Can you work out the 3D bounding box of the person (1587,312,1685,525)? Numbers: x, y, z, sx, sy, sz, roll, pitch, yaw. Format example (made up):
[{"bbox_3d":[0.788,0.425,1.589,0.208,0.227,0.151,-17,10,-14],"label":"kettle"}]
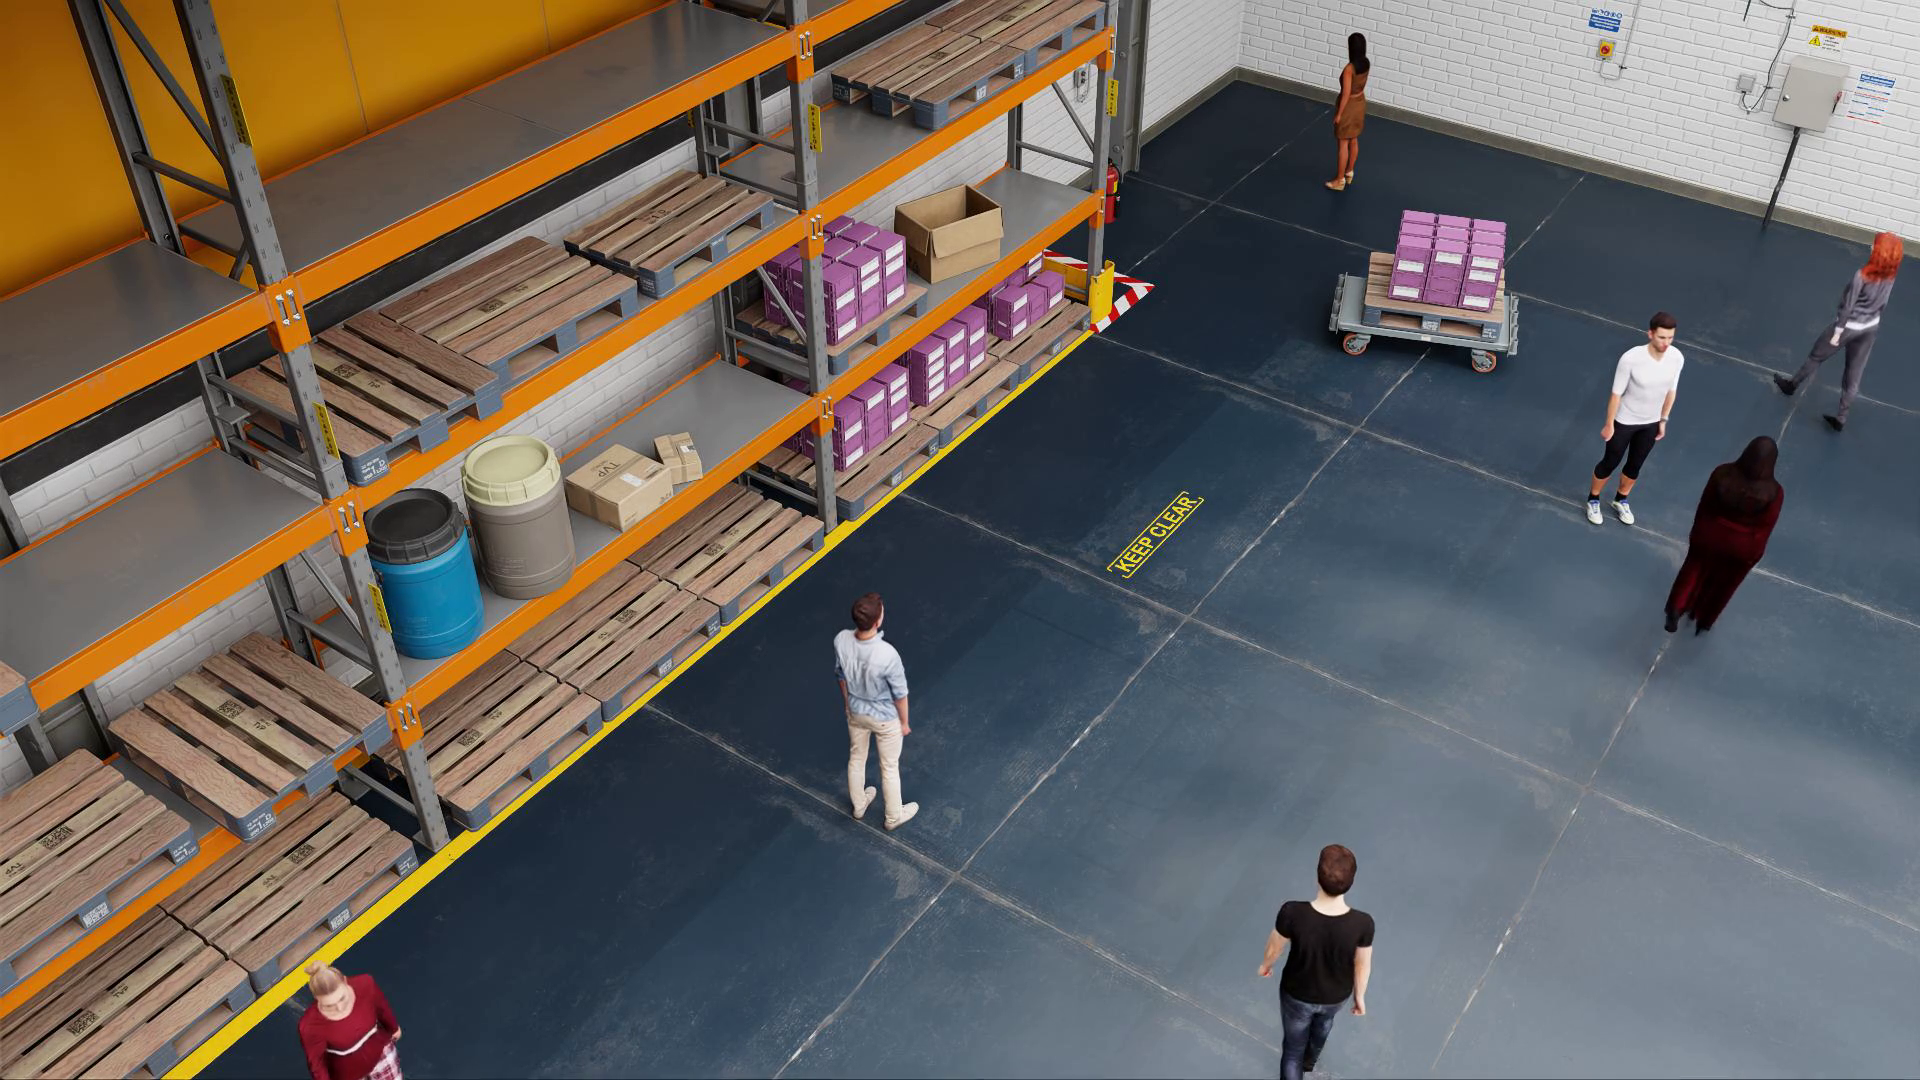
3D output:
[{"bbox_3d":[5.200,-0.946,12.792,0.738,1.848,0.783,-4,39,-5],"label":"person"}]

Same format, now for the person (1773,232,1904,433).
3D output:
[{"bbox_3d":[7.467,-1.682,13.799,1.052,1.742,1.076,-9,40,-12],"label":"person"}]

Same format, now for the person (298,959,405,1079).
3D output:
[{"bbox_3d":[-3.109,2.614,8.490,0.838,1.656,1.061,26,45,28],"label":"person"}]

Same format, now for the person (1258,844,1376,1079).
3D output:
[{"bbox_3d":[1.837,2.393,8.593,0.934,1.873,1.041,5,39,6],"label":"person"}]

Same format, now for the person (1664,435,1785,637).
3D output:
[{"bbox_3d":[5.337,0.049,11.628,0.689,1.746,0.789,27,46,30],"label":"person"}]

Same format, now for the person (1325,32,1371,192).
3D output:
[{"bbox_3d":[4.063,-4.461,17.324,0.629,1.686,0.467,28,46,31],"label":"person"}]

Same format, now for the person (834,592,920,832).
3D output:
[{"bbox_3d":[-0.537,1.060,10.281,0.663,1.848,0.578,19,42,22],"label":"person"}]
